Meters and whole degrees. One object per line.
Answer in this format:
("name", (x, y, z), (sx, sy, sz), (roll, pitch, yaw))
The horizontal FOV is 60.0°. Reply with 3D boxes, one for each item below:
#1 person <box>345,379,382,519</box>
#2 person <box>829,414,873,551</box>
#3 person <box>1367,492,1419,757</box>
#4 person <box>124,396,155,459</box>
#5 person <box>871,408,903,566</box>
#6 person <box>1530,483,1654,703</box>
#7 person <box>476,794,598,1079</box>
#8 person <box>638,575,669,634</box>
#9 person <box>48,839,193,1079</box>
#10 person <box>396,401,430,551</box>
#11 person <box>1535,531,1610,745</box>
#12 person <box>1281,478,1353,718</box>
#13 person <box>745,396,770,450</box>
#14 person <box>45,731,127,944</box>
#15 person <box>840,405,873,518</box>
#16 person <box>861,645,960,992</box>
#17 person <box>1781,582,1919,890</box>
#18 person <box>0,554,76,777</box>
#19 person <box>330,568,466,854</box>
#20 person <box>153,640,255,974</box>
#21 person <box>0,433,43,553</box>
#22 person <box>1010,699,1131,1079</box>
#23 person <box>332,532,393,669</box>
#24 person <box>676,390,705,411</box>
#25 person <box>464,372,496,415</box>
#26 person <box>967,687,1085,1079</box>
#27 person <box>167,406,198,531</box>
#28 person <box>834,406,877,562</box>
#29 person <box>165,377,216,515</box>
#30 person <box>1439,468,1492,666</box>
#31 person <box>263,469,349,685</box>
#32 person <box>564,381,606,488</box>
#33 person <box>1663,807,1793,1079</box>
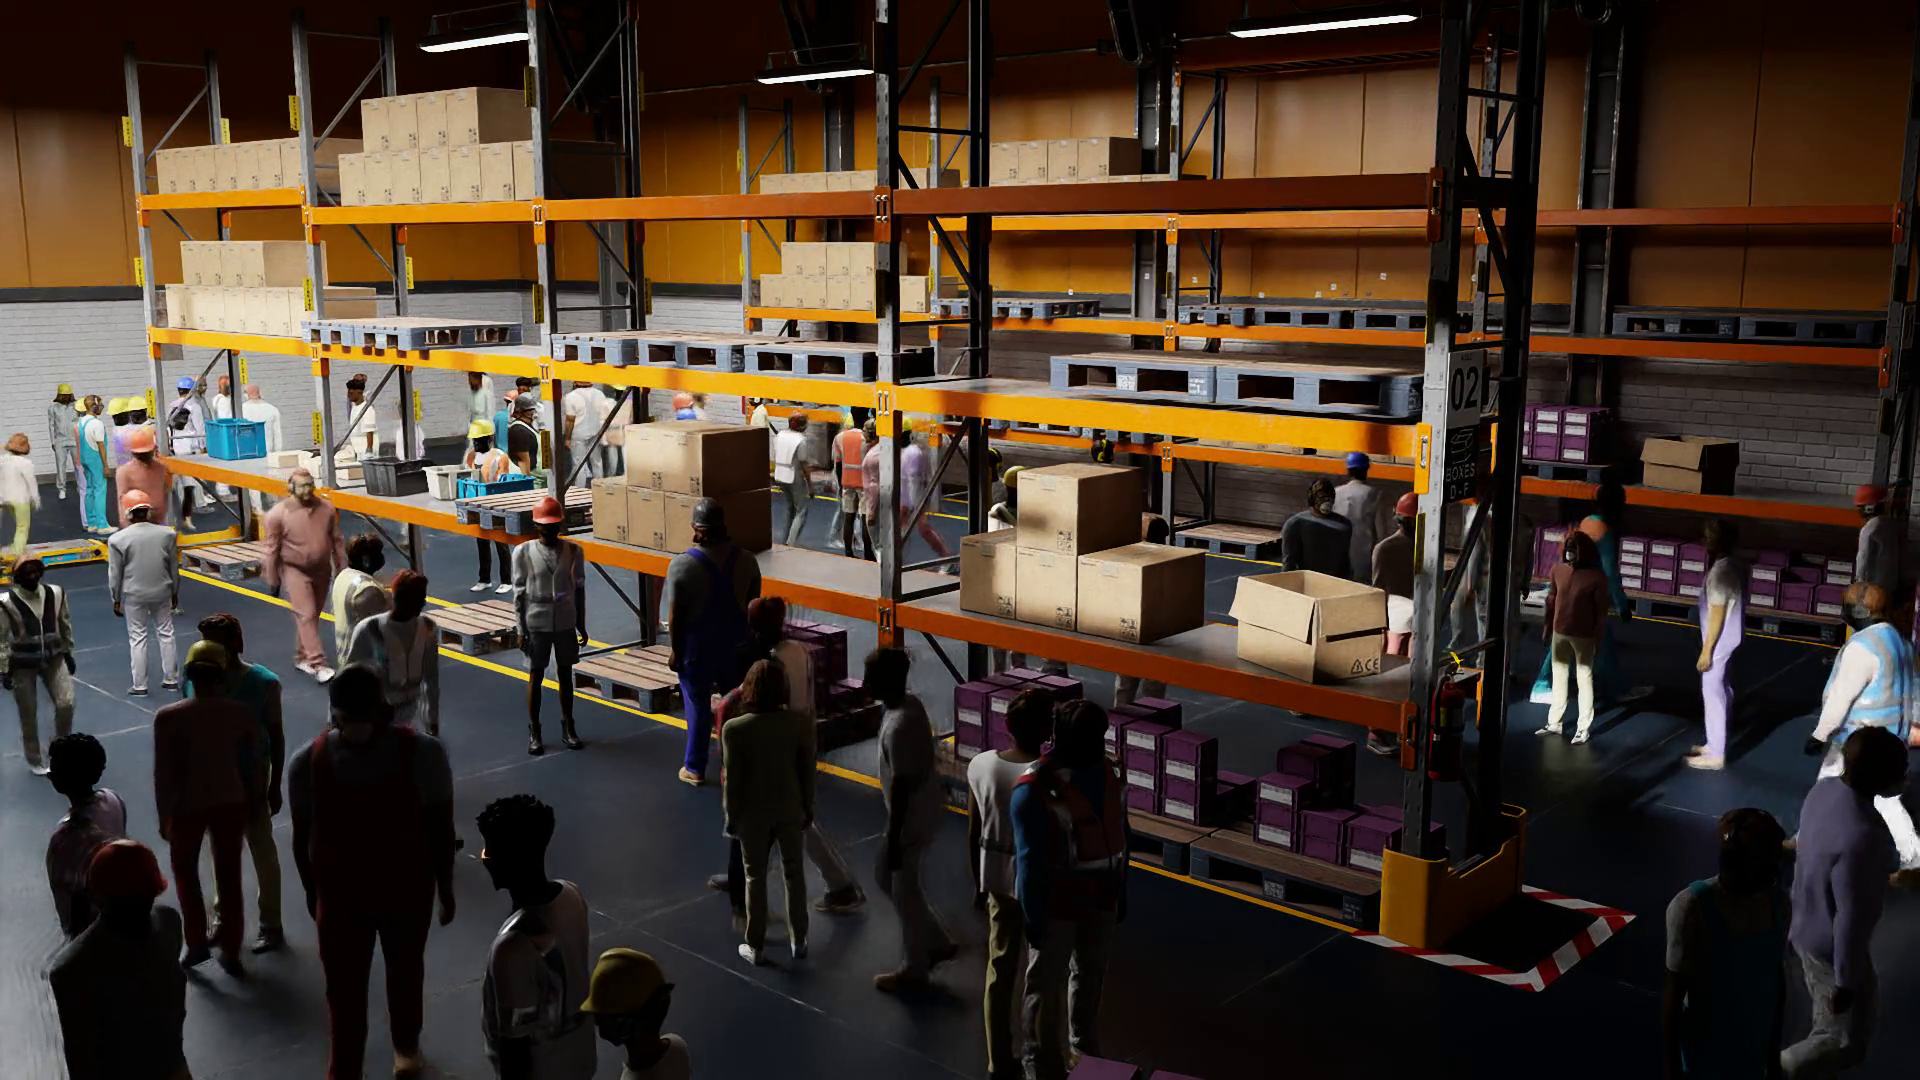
("person", (-8.291, -1.272, 23.134), (0.397, 1.954, 0.605), (-7, 12, -36))
("person", (-1.304, -0.716, 20.667), (0.824, 1.697, 0.500), (5, 11, 25))
("person", (3.307, 0.619, 12.359), (0.621, 1.986, 0.409), (-6, 12, -30))
("person", (-10.194, -0.846, 20.857), (0.397, 1.920, 0.598), (-5, 11, -25))
("person", (-0.864, -0.617, 19.433), (0.378, 1.959, 0.599), (3, 11, 17))
("person", (5.220, 0.464, 13.664), (1.017, 1.831, 0.624), (2, 10, 10))
("person", (-1.434, 1.815, 5.681), (0.376, 1.958, 0.599), (1, 10, 4))
("person", (-3.001, -0.025, 16.220), (0.402, 1.908, 0.598), (-6, 12, -30))
("person", (-2.866, 1.893, 5.900), (0.867, 1.705, 0.595), (4, 11, 21))
("person", (-6.756, -0.812, 20.618), (0.453, 1.919, 0.664), (-2, 10, -9))
("person", (4.674, 0.736, 12.679), (0.278, 1.633, 0.507), (-8, 13, -38))
("person", (2.874, 0.458, 13.388), (0.635, 1.939, 0.366), (-4, 11, -21))
("person", (-2.956, -1.384, 24.374), (0.354, 1.737, 0.575), (-2, 10, -9))
("person", (-3.767, 1.663, 7.256), (0.322, 1.697, 0.535), (-1, 10, -8))
("person", (-1.393, -1.335, 23.237), (0.393, 2.039, 0.613), (-10, 14, -44))
("person", (-0.287, 1.409, 8.359), (0.419, 1.825, 0.563), (0, 10, 0))
("person", (5.422, 1.150, 9.915), (0.950, 1.800, 0.626), (8, 13, 38))
("person", (-6.496, 0.903, 11.752), (0.607, 1.616, 0.551), (8, 13, 40))
("person", (-3.493, 1.078, 10.231), (0.974, 1.812, 0.641), (7, 12, 33))
("person", (-3.927, 1.389, 8.702), (0.548, 1.729, 0.510), (-8, 13, -38))
("person", (-10.918, -0.441, 19.358), (0.516, 1.619, 0.384), (4, 11, 24))
("person", (0.511, 1.586, 7.330), (0.621, 1.833, 0.430), (-8, 13, -39))
("person", (-4.036, 0.858, 11.406), (0.429, 1.844, 0.625), (-8, 13, -37))
("person", (-4.132, -1.705, 25.712), (0.408, 1.909, 0.638), (2, 10, 13))
("person", (-8.031, -2.098, 27.899), (0.587, 1.920, 0.391), (5, 11, 24))
("person", (0.284, 1.566, 7.383), (0.563, 1.847, 0.393), (7, 12, 33))
("person", (-10.490, -0.975, 22.294), (0.541, 1.661, 0.745), (-9, 13, -41))
("person", (-1.182, -0.656, 19.610), (0.613, 1.964, 0.361), (5, 11, 28))
("person", (-10.868, -1.323, 23.451), (0.602, 1.943, 0.394), (3, 11, 18))
("person", (4.563, 0.255, 14.891), (0.774, 1.806, 0.594), (2, 10, 10))
("person", (-5.606, 0.314, 14.438), (0.989, 1.858, 0.649), (7, 12, 36))
("person", (-5.545, -1.542, 24.408), (0.535, 2.000, 0.674), (10, 14, 44))
("person", (2.728, 1.828, 5.954), (0.504, 1.838, 0.336), (-3, 10, -16))
